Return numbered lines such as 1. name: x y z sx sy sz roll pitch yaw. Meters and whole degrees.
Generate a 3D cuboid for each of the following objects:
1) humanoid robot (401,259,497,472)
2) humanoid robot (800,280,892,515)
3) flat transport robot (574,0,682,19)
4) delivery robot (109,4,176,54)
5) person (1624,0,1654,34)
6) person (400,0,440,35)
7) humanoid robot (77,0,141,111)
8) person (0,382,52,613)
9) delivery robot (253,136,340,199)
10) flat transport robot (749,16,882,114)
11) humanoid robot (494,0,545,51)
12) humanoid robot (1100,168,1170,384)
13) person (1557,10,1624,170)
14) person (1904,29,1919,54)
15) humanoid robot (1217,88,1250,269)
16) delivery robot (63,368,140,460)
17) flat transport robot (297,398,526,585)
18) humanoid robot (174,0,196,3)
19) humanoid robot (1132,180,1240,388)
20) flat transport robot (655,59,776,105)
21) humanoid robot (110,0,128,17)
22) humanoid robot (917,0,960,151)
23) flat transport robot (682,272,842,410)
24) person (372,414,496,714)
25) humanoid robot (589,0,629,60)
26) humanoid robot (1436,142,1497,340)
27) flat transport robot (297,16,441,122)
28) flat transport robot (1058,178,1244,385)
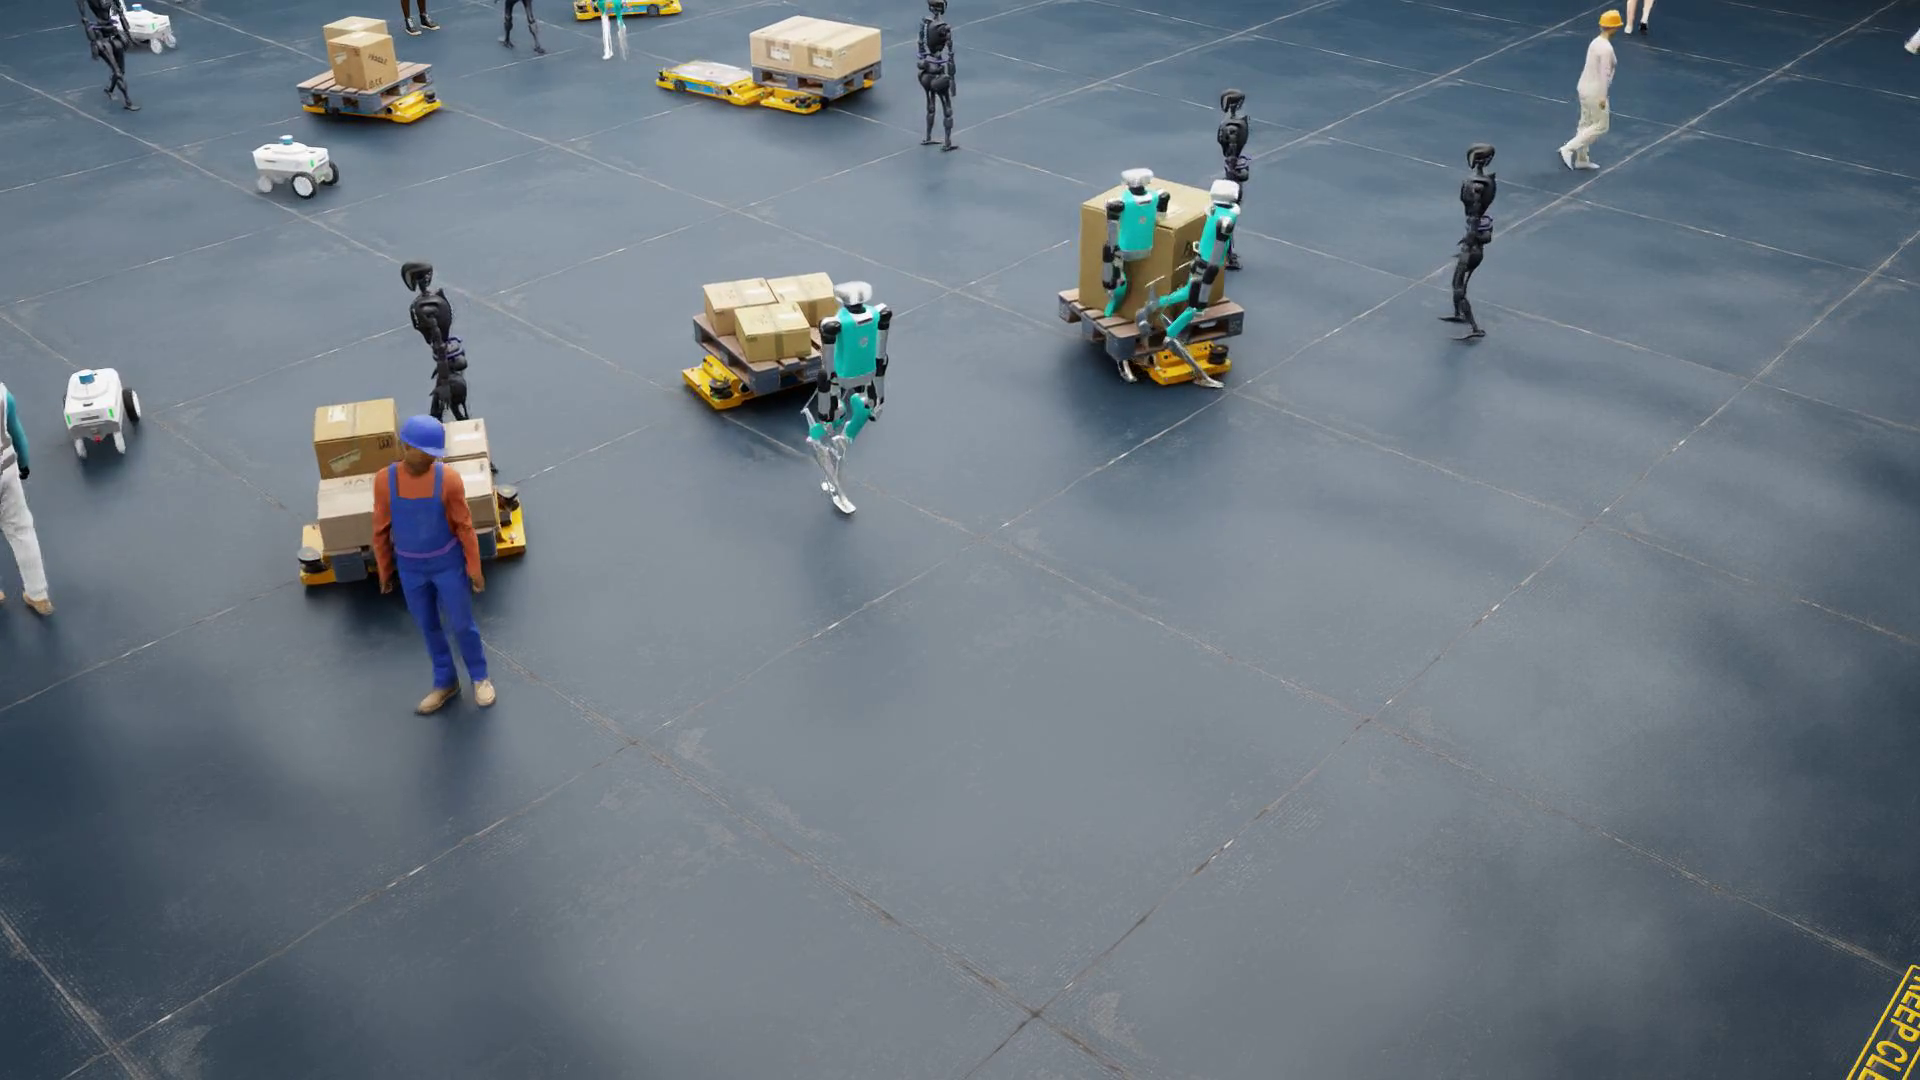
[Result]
1. humanoid robot: -3.672 -1.192 11.745 0.526 1.643 0.608 -10 33 -16
2. humanoid robot: -0.854 -0.951 11.388 0.545 1.892 0.789 -22 38 -31
3. flat transport robot: -4.638 -7.470 23.182 1.431 0.231 0.659 -8 33 -12
4. delivery robot: -10.622 -6.630 21.569 0.794 0.606 0.499 10 33 16
5. person: 9.079 -7.627 21.932 0.535 1.855 0.446 11 33 16
6. person: -7.264 -7.717 21.974 0.374 1.966 0.605 21 38 30
7. humanoid robot: -9.895 -5.833 19.257 0.740 1.653 0.603 16 35 24
8. person: -6.121 -0.402 10.334 0.772 1.813 0.647 25 40 34
9. delivery robot: -6.830 -3.838 17.079 0.814 0.612 0.499 7 33 11
10. flat transport robot: -1.682 -5.389 19.831 0.659 0.231 1.431 18 36 26
11. humanoid robot: -5.702 -7.108 21.312 0.612 1.635 0.754 -26 40 -35
12. humanoid robot: 1.274 -2.211 13.360 0.549 1.778 0.992 -10 33 -16
13. person: 6.581 -4.649 17.288 0.435 1.684 0.492 0 32 0
14. person: 12.437 -6.831 20.889 0.512 1.592 0.847 -3 32 -4
15. humanoid robot: 2.453 -3.271 15.088 0.327 1.655 0.610 4 32 7
16. delivery robot: -6.492 -0.998 12.500 0.499 0.605 0.781 -11 34 -18
17. flat transport robot: -3.675 -0.016 11.180 1.431 0.231 0.659 -9 33 -14
18. humanoid robot: -11.057 -8.324 23.221 0.539 1.856 0.679 -20 37 -29
19. humanoid robot: 1.646 -1.973 12.975 0.950 1.767 0.574 6 32 10
20. flat transport robot: -2.929 -5.523 20.047 1.431 0.231 0.659 20 37 29
21. humanoid robot: -11.737 -7.970 22.619 0.540 1.817 0.735 -17 36 -25
22. humanoid robot: -0.260 -5.062 17.971 0.326 1.650 0.608 -24 39 -33
23. flat transport robot: -1.457 -1.419 13.438 1.431 0.231 0.659 -18 36 -27
24. person: -2.981 0.141 9.410 0.587 1.879 0.364 -1 32 -2
25. humanoid robot: -4.395 -6.815 20.811 0.552 1.869 0.730 -6 32 -10
26. humanoid robot: 4.302 -2.494 13.845 0.397 1.635 0.614 8 33 13
27. flat transport robot: -6.859 -5.111 19.384 1.431 0.231 0.659 10 33 15
28. flat transport robot: 1.585 -1.704 13.898 0.659 0.231 1.431 -15 35 -22
